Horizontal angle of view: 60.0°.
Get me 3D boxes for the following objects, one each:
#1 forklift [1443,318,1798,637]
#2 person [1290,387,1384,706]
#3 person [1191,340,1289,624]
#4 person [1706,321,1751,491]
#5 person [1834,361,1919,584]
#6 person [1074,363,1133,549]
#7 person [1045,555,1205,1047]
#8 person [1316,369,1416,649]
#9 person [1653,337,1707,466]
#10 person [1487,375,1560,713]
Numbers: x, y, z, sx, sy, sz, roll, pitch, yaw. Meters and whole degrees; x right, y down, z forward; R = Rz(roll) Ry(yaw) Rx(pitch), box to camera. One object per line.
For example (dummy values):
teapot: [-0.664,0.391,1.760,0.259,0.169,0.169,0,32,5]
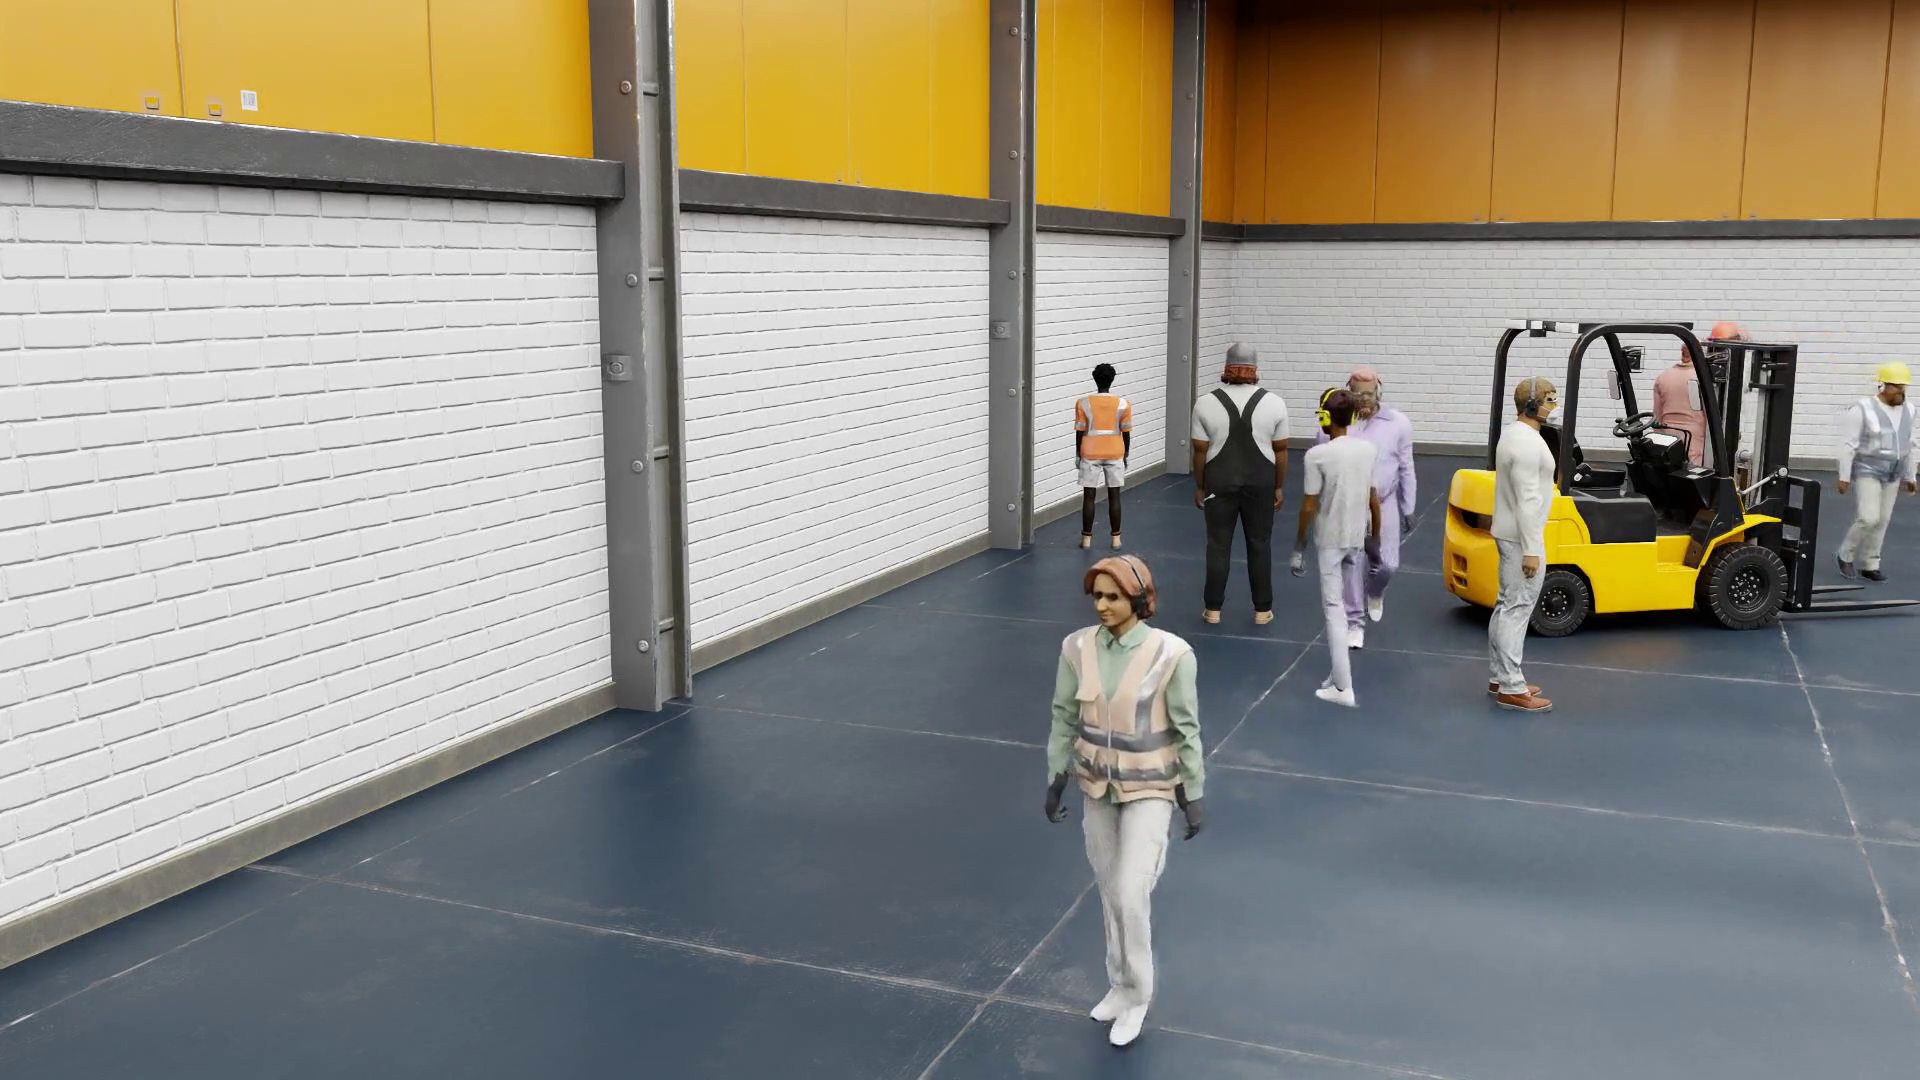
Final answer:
forklift: [4.706,-0.497,11.990,2.313,2.155,1.214,-2,10,-10]
person: [2.183,0.035,9.768,0.526,1.854,0.552,-5,10,-27]
person: [2.000,-0.414,11.951,0.682,2.000,0.538,1,9,8]
person: [7.564,-1.140,16.406,0.624,2.024,0.630,-5,11,-28]
person: [7.393,-0.533,13.364,0.613,1.812,0.446,-2,10,-13]
person: [1.292,-0.753,15.067,0.532,1.691,0.318,-1,9,-4]
person: [0.507,0.858,5.502,0.550,1.619,0.541,7,12,37]
person: [2.746,-0.229,11.318,0.677,1.879,0.659,2,9,9]
person: [6.731,-0.914,15.390,0.399,1.908,0.643,-6,11,-31]
person: [3.273,0.016,9.654,0.366,1.939,0.635,2,10,10]
